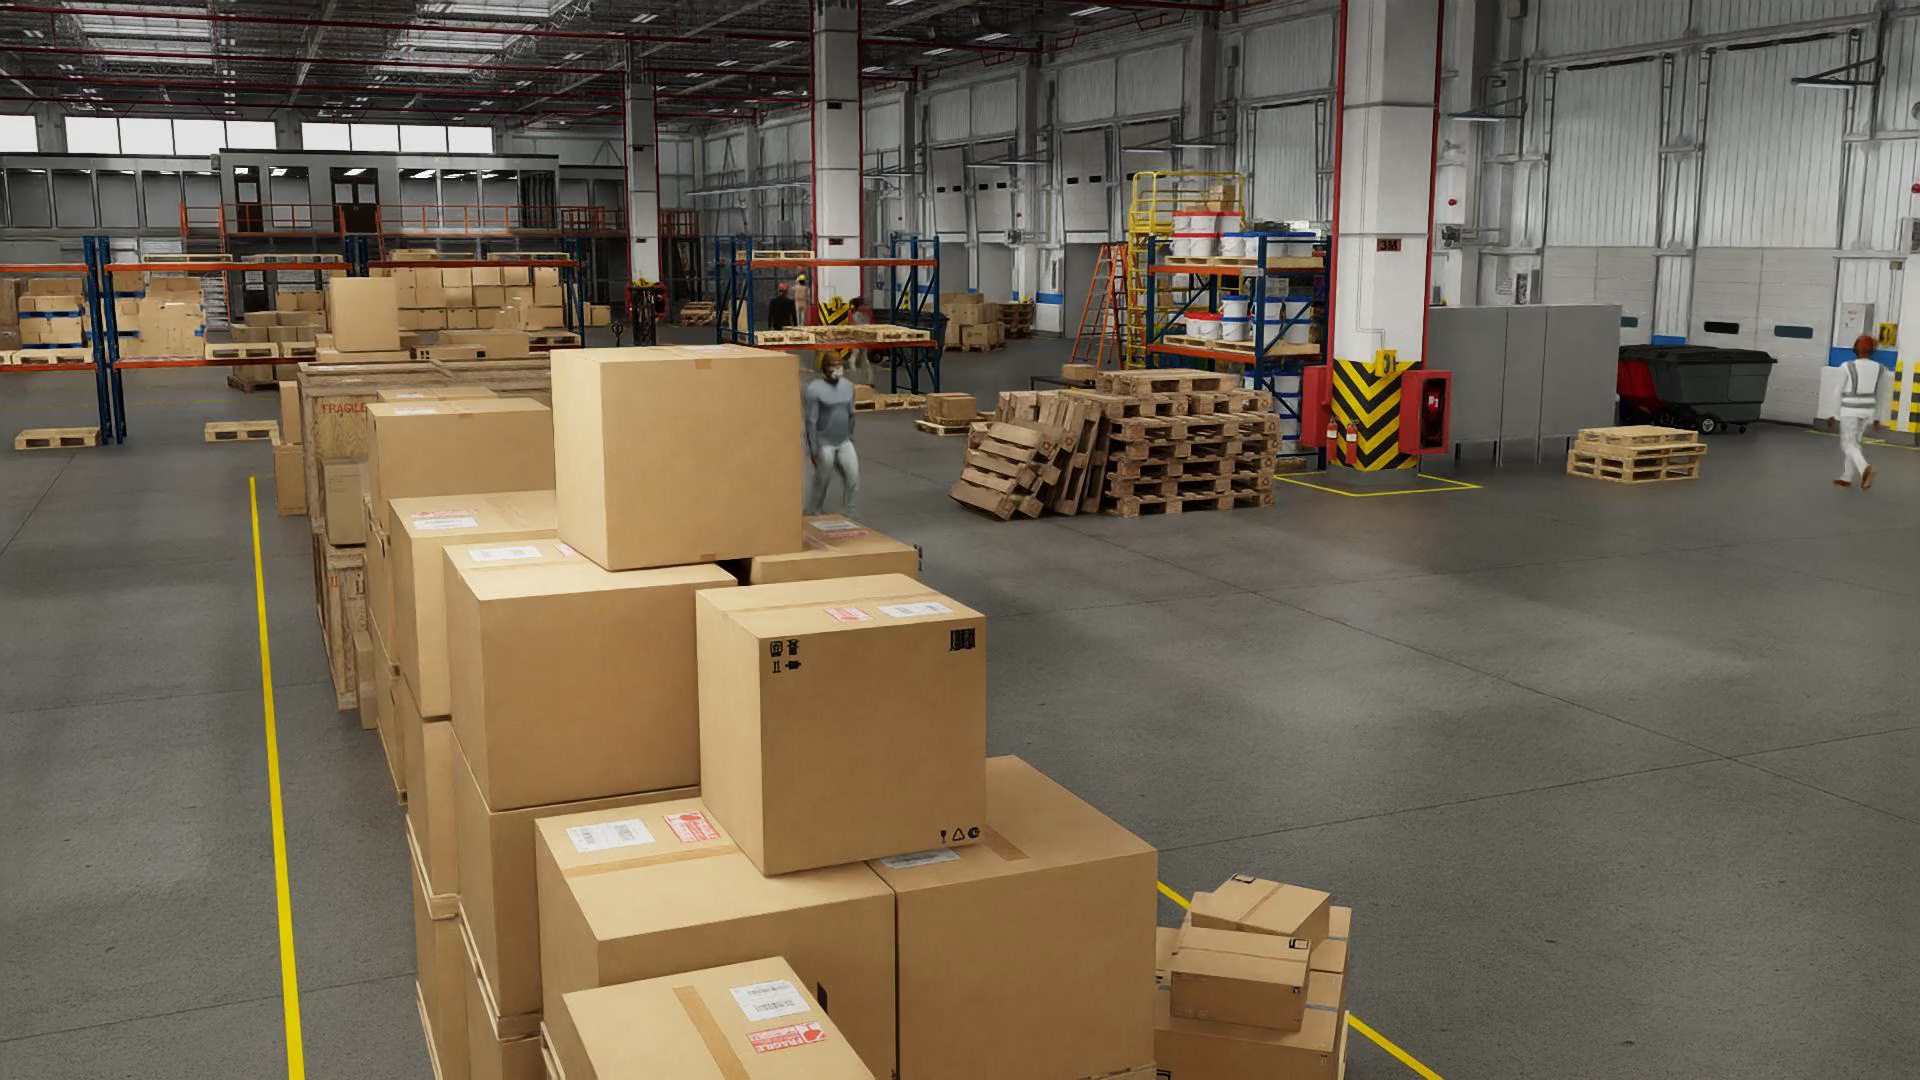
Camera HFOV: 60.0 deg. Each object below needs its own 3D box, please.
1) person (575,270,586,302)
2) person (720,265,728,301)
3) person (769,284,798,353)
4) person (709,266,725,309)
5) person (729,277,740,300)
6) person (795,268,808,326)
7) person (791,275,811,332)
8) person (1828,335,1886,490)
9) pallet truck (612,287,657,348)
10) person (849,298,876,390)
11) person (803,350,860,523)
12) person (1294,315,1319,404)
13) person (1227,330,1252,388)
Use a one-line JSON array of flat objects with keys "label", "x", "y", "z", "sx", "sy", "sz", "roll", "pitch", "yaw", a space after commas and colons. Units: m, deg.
[{"label": "person", "x": -15.393, "y": -10.091, "z": 67.397, "sx": 0.327, "sy": 1.760, "sz": 0.523, "roll": 7, "pitch": 13, "yaw": 36}, {"label": "person", "x": -11.464, "y": -12.490, "z": 80.234, "sx": 0.606, "sy": 1.907, "sz": 0.986, "roll": -3, "pitch": 11, "yaw": -16}, {"label": "person", "x": -4.100, "y": -4.962, "z": 38.641, "sx": 0.647, "sy": 1.938, "sz": 1.046, "roll": 1, "pitch": 10, "yaw": 3}, {"label": "person", "x": -9.563, "y": -9.757, "z": 65.128, "sx": 0.552, "sy": 1.923, "sz": 0.568, "roll": 8, "pitch": 13, "yaw": 37}, {"label": "person", "x": -9.248, "y": -10.242, "z": 68.397, "sx": 0.535, "sy": 1.697, "sz": 0.318, "roll": -4, "pitch": 11, "yaw": -23}, {"label": "person", "x": -5.382, "y": -8.354, "z": 57.230, "sx": 0.678, "sy": 1.966, "sz": 0.650, "roll": -8, "pitch": 13, "yaw": -37}, {"label": "person", "x": -4.835, "y": -7.097, "z": 50.487, "sx": 0.616, "sy": 1.901, "sz": 0.417, "roll": -1, "pitch": 10, "yaw": -4}, {"label": "person", "x": 10.692, "y": -1.495, "z": 19.737, "sx": 0.573, "sy": 1.864, "sz": 0.780, "roll": -1, "pitch": 10, "yaw": -7}, {"label": "pallet truck", "x": -6.464, "y": -4.406, "z": 35.401, "sx": 0.823, "sy": 1.965, "sz": 1.885, "roll": 6, "pitch": 12, "yaw": 32}, {"label": "person", "x": -2.023, "y": -3.879, "z": 33.016, "sx": 0.856, "sy": 1.803, "sz": 0.530, "roll": 4, "pitch": 11, "yaw": 21}, {"label": "person", "x": -1.193, "y": -0.896, "z": 16.302, "sx": 0.658, "sy": 1.907, "sz": 0.830, "roll": -9, "pitch": 14, "yaw": -41}, {"label": "person", "x": 5.347, "y": -2.637, "z": 26.159, "sx": 0.729, "sy": 1.826, "sz": 0.516, "roll": 6, "pitch": 12, "yaw": 29}, {"label": "person", "x": 4.318, "y": -2.538, "z": 25.838, "sx": 0.407, "sy": 1.720, "sz": 0.504, "roll": 4, "pitch": 11, "yaw": 22}]
